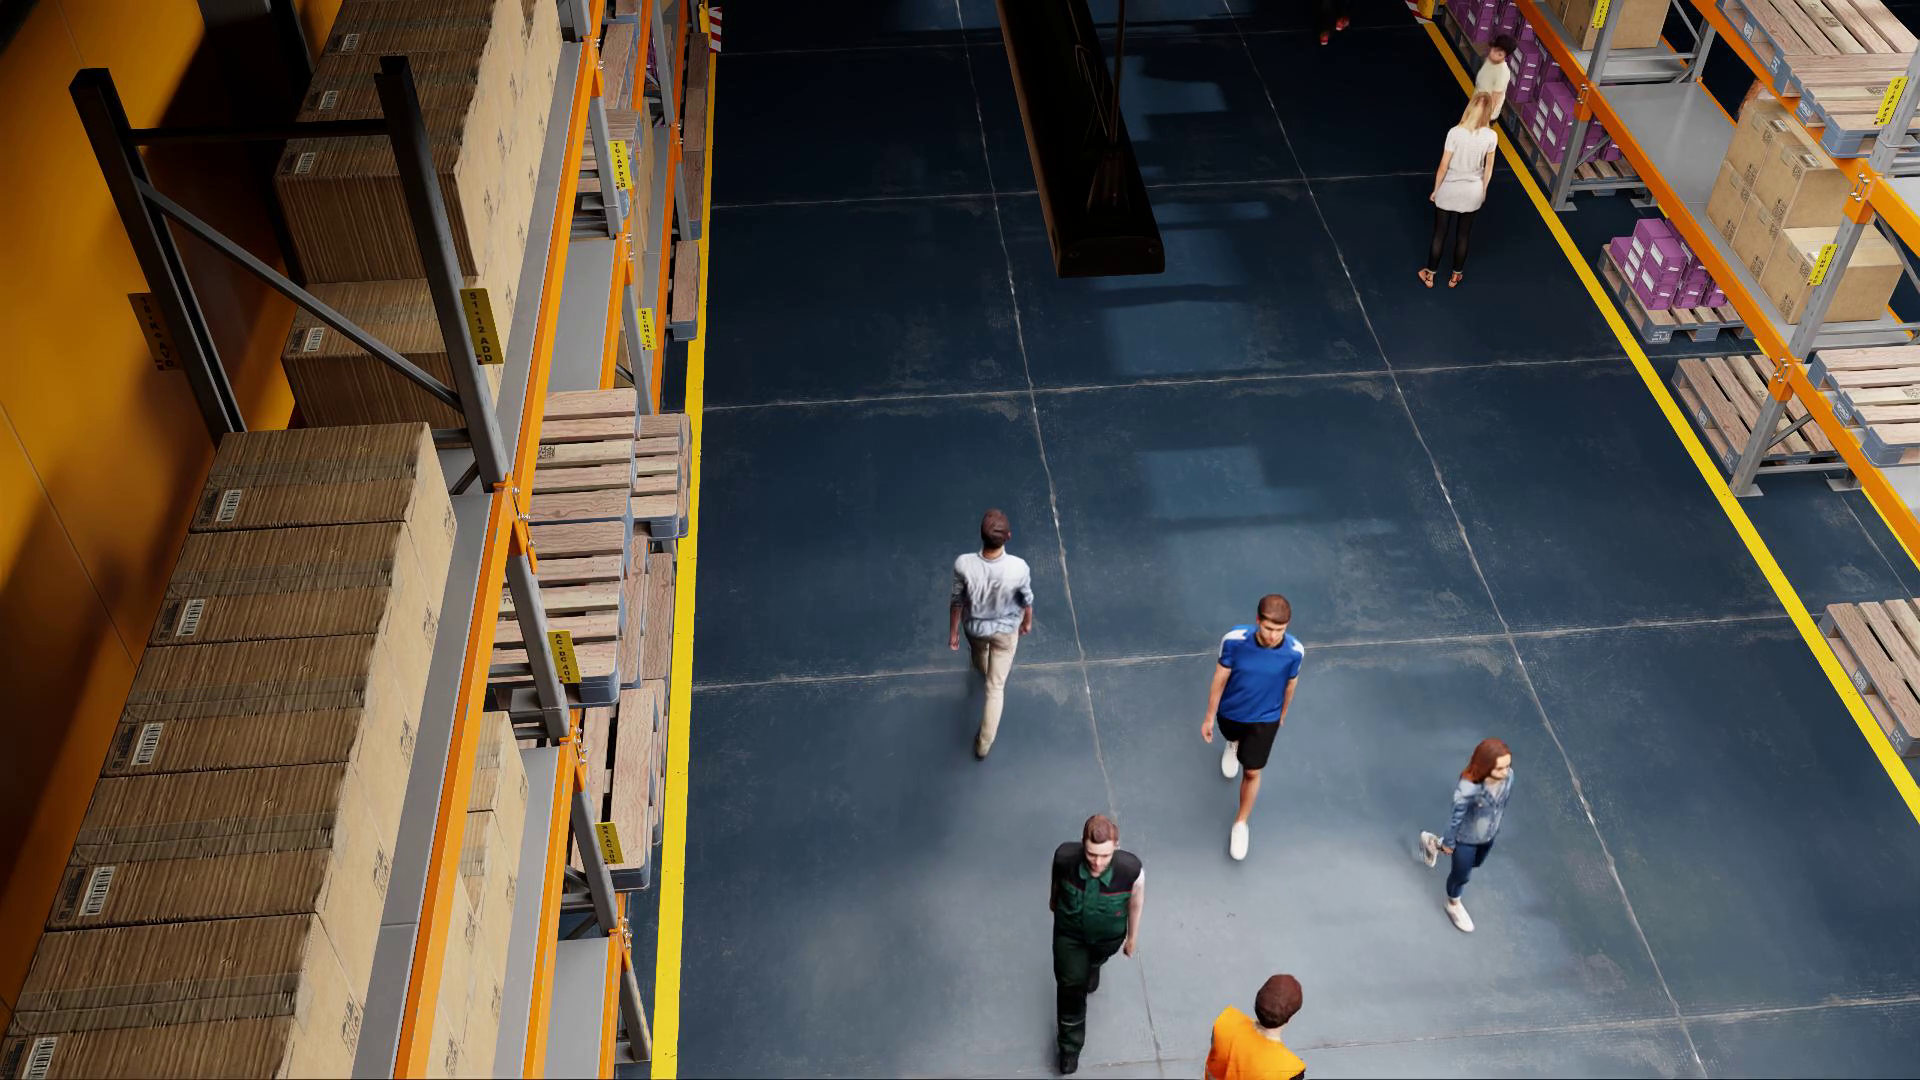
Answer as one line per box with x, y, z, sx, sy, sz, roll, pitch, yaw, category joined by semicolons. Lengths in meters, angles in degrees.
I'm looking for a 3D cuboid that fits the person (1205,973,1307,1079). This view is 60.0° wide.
1.299;2.815;8.022;1.124;1.840;1.251;26;49;25;person

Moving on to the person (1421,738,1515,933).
2.901;1.621;9.549;0.744;1.465;0.899;-19;47;-19;person

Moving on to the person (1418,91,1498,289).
4.231;-2.944;14.078;0.652;1.825;0.590;4;44;4;person

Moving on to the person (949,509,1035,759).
0.178;0.625;10.344;0.873;1.809;1.231;7;44;7;person

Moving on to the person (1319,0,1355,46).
3.969;-6.031;17.342;0.882;1.794;0.992;13;45;13;person

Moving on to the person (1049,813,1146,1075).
0.717;1.988;8.923;0.828;1.796;1.178;7;44;7;person

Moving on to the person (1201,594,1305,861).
1.735;0.938;10.003;0.931;1.827;1.298;8;44;8;person

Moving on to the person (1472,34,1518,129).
4.838;-3.960;15.335;0.787;1.564;0.442;6;44;6;person
